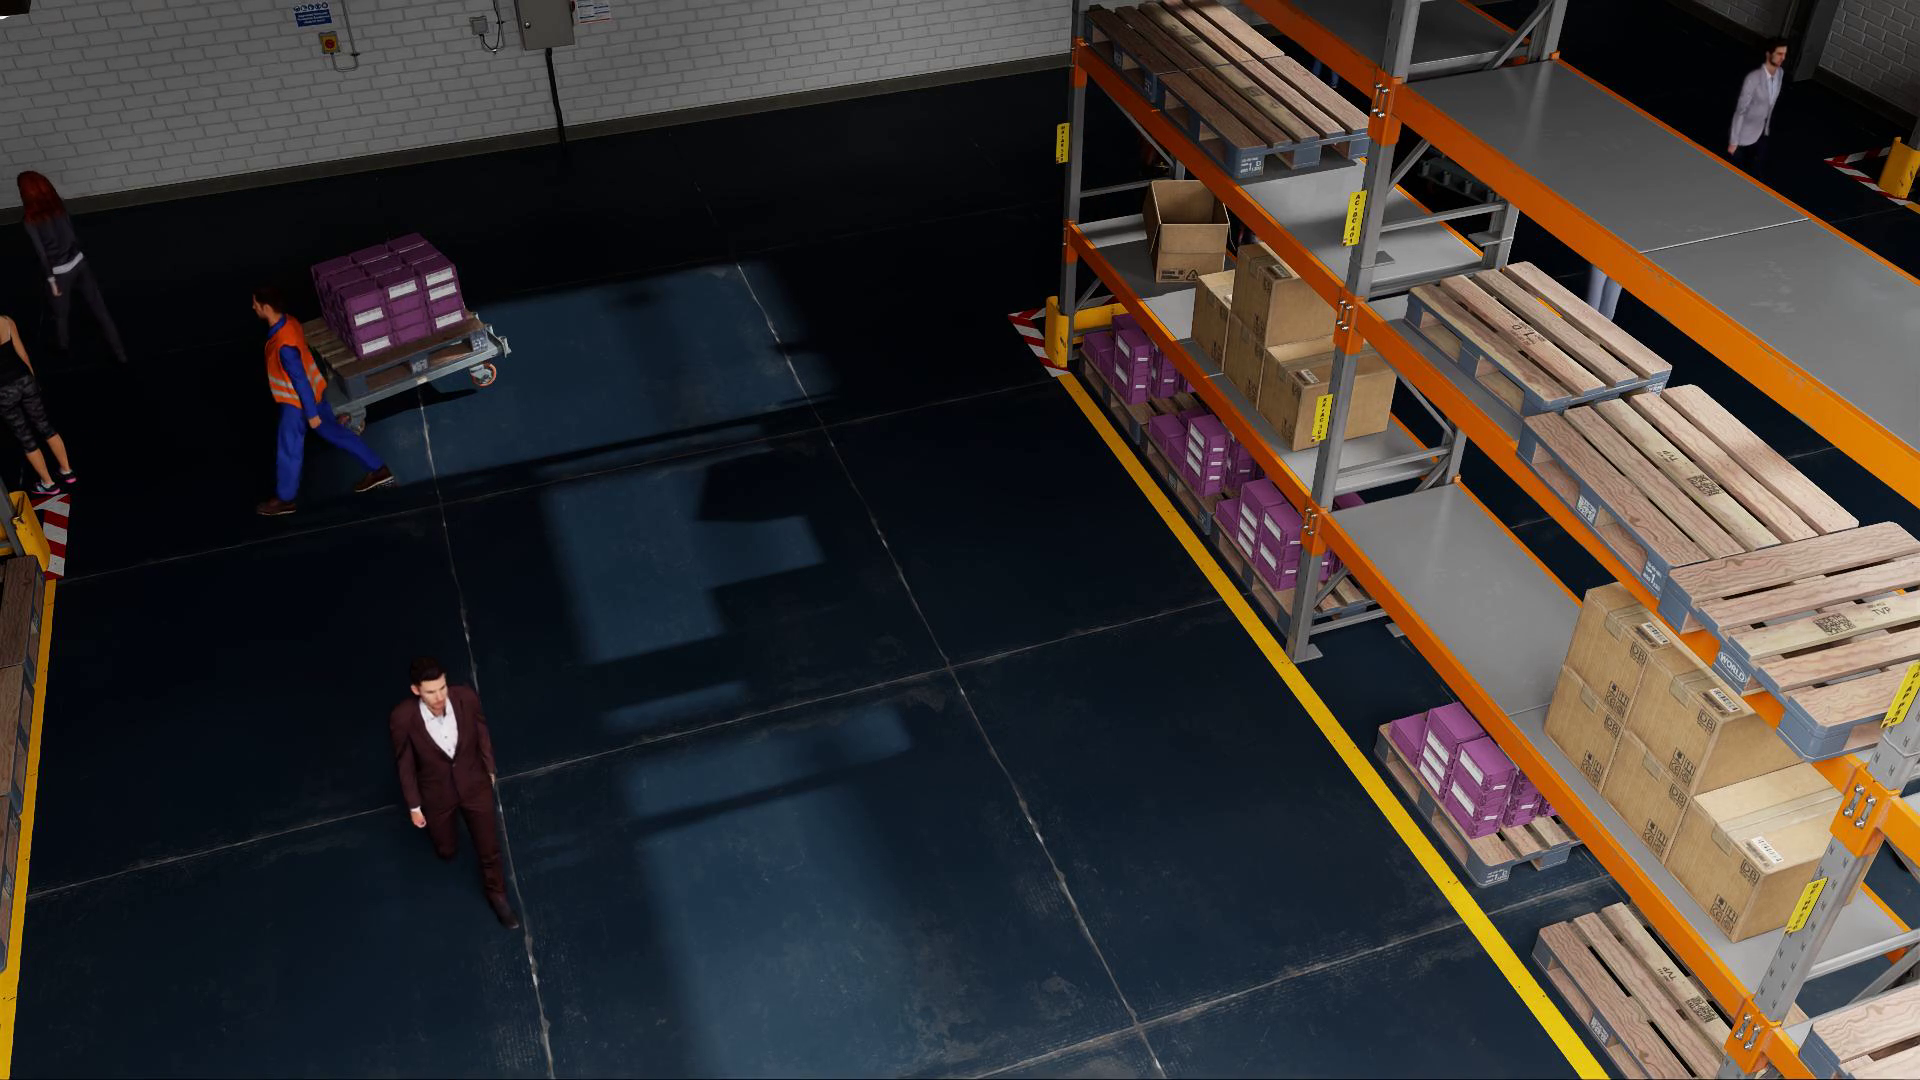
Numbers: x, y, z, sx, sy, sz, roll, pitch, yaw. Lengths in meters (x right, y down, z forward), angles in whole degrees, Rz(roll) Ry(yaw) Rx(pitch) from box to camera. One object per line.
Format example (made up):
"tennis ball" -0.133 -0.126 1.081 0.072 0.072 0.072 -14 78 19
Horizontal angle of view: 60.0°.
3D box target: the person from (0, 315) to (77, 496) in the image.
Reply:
"person" -6.924 -1.089 12.177 0.697 1.727 0.650 20 43 23

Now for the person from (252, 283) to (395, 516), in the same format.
"person" -4.655 -1.024 12.032 0.759 1.808 1.152 -15 41 -18

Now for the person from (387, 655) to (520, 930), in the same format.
"person" -2.799 1.309 9.079 0.800 1.848 1.085 -21 43 -24

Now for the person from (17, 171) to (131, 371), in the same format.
"person" -7.144 -2.112 13.451 1.090 1.737 1.016 17 42 20

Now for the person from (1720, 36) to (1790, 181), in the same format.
"person" 7.270 -3.815 15.515 0.732 1.823 1.152 -17 42 -20
